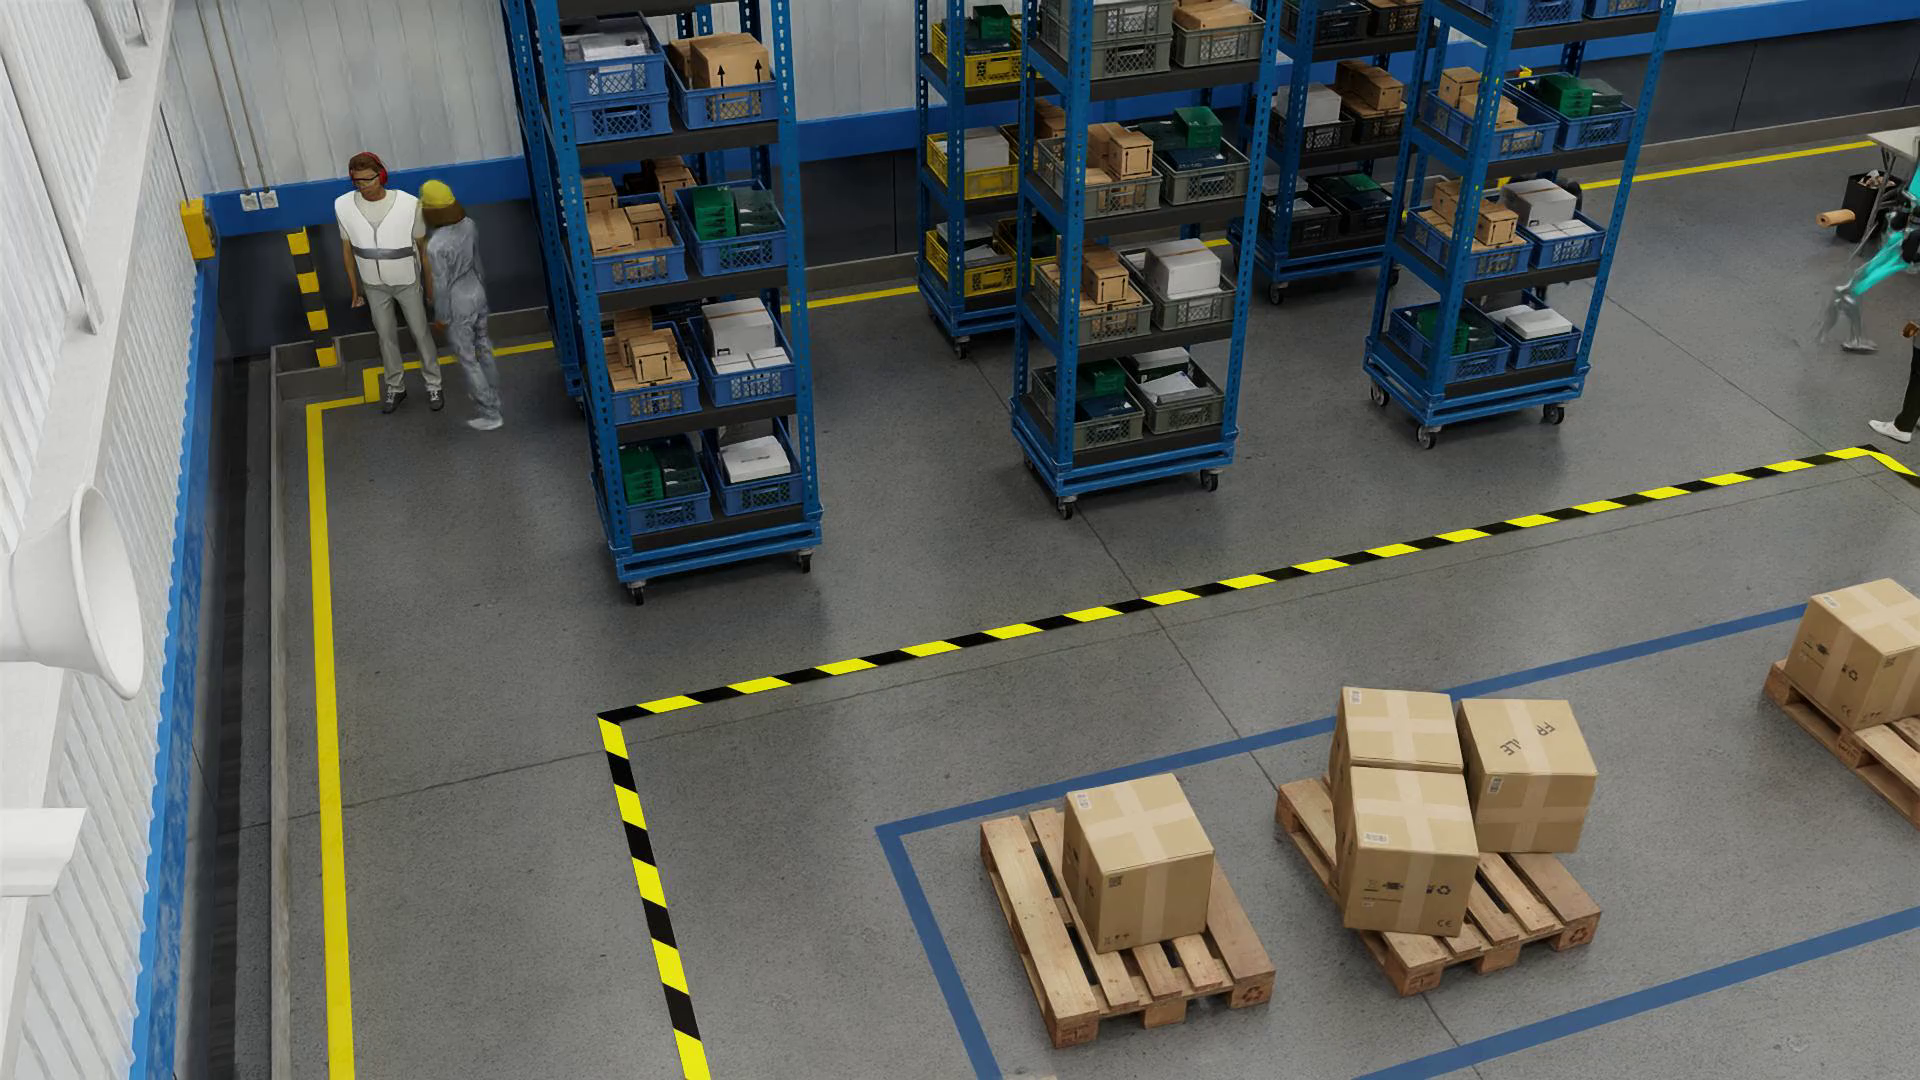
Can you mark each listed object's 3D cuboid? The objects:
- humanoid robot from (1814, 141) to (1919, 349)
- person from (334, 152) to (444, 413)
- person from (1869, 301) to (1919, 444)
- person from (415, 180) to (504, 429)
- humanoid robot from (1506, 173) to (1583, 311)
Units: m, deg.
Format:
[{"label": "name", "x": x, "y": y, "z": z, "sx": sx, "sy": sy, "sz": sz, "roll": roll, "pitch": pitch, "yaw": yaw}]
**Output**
[{"label": "humanoid robot", "x": 6.505, "y": -2.064, "z": 11.809, "sx": 0.757, "sy": 1.896, "sz": 0.544, "roll": 0, "pitch": 35, "yaw": 0}, {"label": "person", "x": -3.797, "y": -1.722, "z": 11.128, "sx": 0.569, "sy": 1.844, "sz": 0.381, "roll": -3, "pitch": 35, "yaw": -4}, {"label": "person", "x": 6.403, "y": -1.491, "z": 10.799, "sx": 0.587, "sy": 1.849, "sz": 0.396, "roll": -11, "pitch": 37, "yaw": -15}, {"label": "person", "x": -3.277, "y": -1.562, "z": 11.010, "sx": 0.483, "sy": 1.727, "sz": 0.508, "roll": 12, "pitch": 37, "yaw": 16}, {"label": "humanoid robot", "x": 4.006, "y": -2.021, "z": 11.687, "sx": 0.616, "sy": 1.655, "sz": 0.306, "roll": 10, "pitch": 36, "yaw": 14}]
